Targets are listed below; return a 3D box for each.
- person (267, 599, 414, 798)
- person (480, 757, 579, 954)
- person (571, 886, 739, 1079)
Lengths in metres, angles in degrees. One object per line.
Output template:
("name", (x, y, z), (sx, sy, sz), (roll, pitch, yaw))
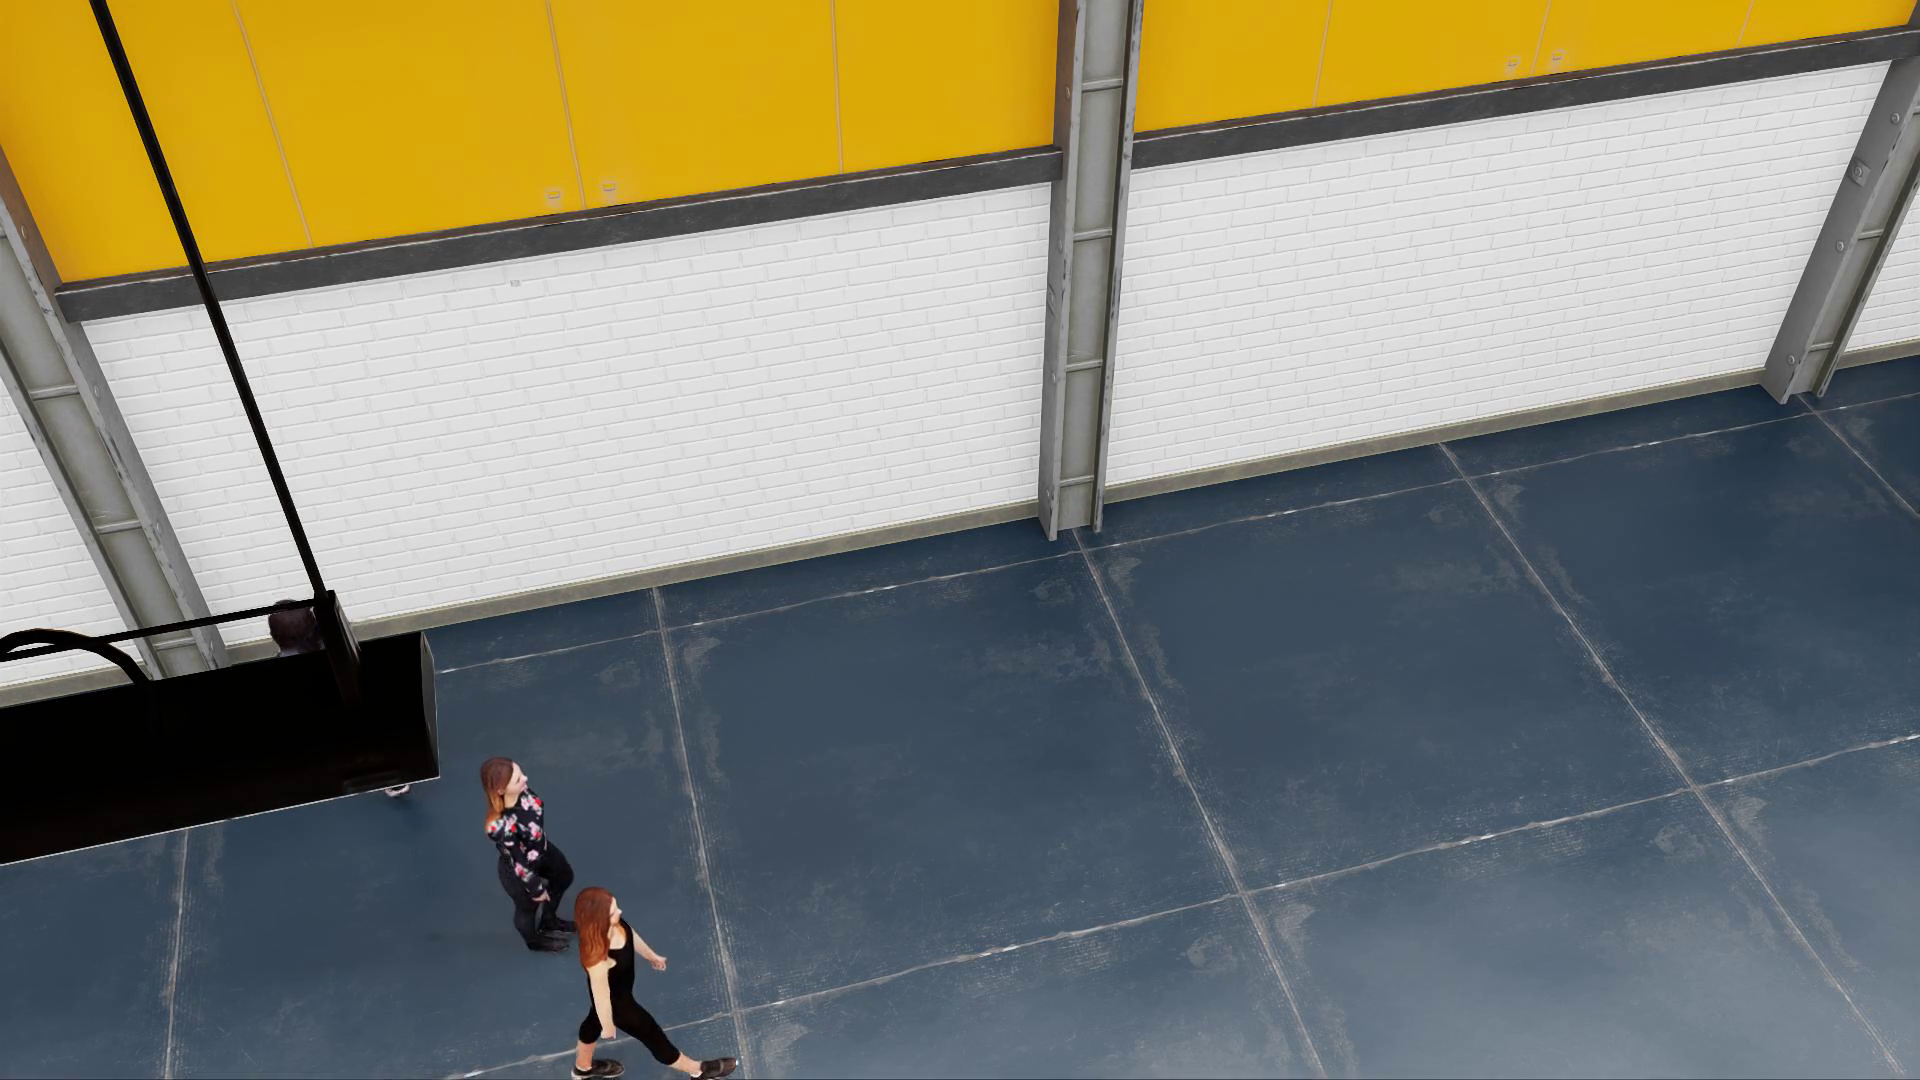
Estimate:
("person", (-3.666, 0.960, 9.774), (1.180, 1.569, 1.008), (11, 45, 11))
("person", (-2.410, 1.716, 8.903), (0.629, 1.676, 0.655), (-1, 44, -2))
("person", (-1.812, 2.268, 8.317), (1.124, 1.685, 0.636), (-7, 44, -7))
